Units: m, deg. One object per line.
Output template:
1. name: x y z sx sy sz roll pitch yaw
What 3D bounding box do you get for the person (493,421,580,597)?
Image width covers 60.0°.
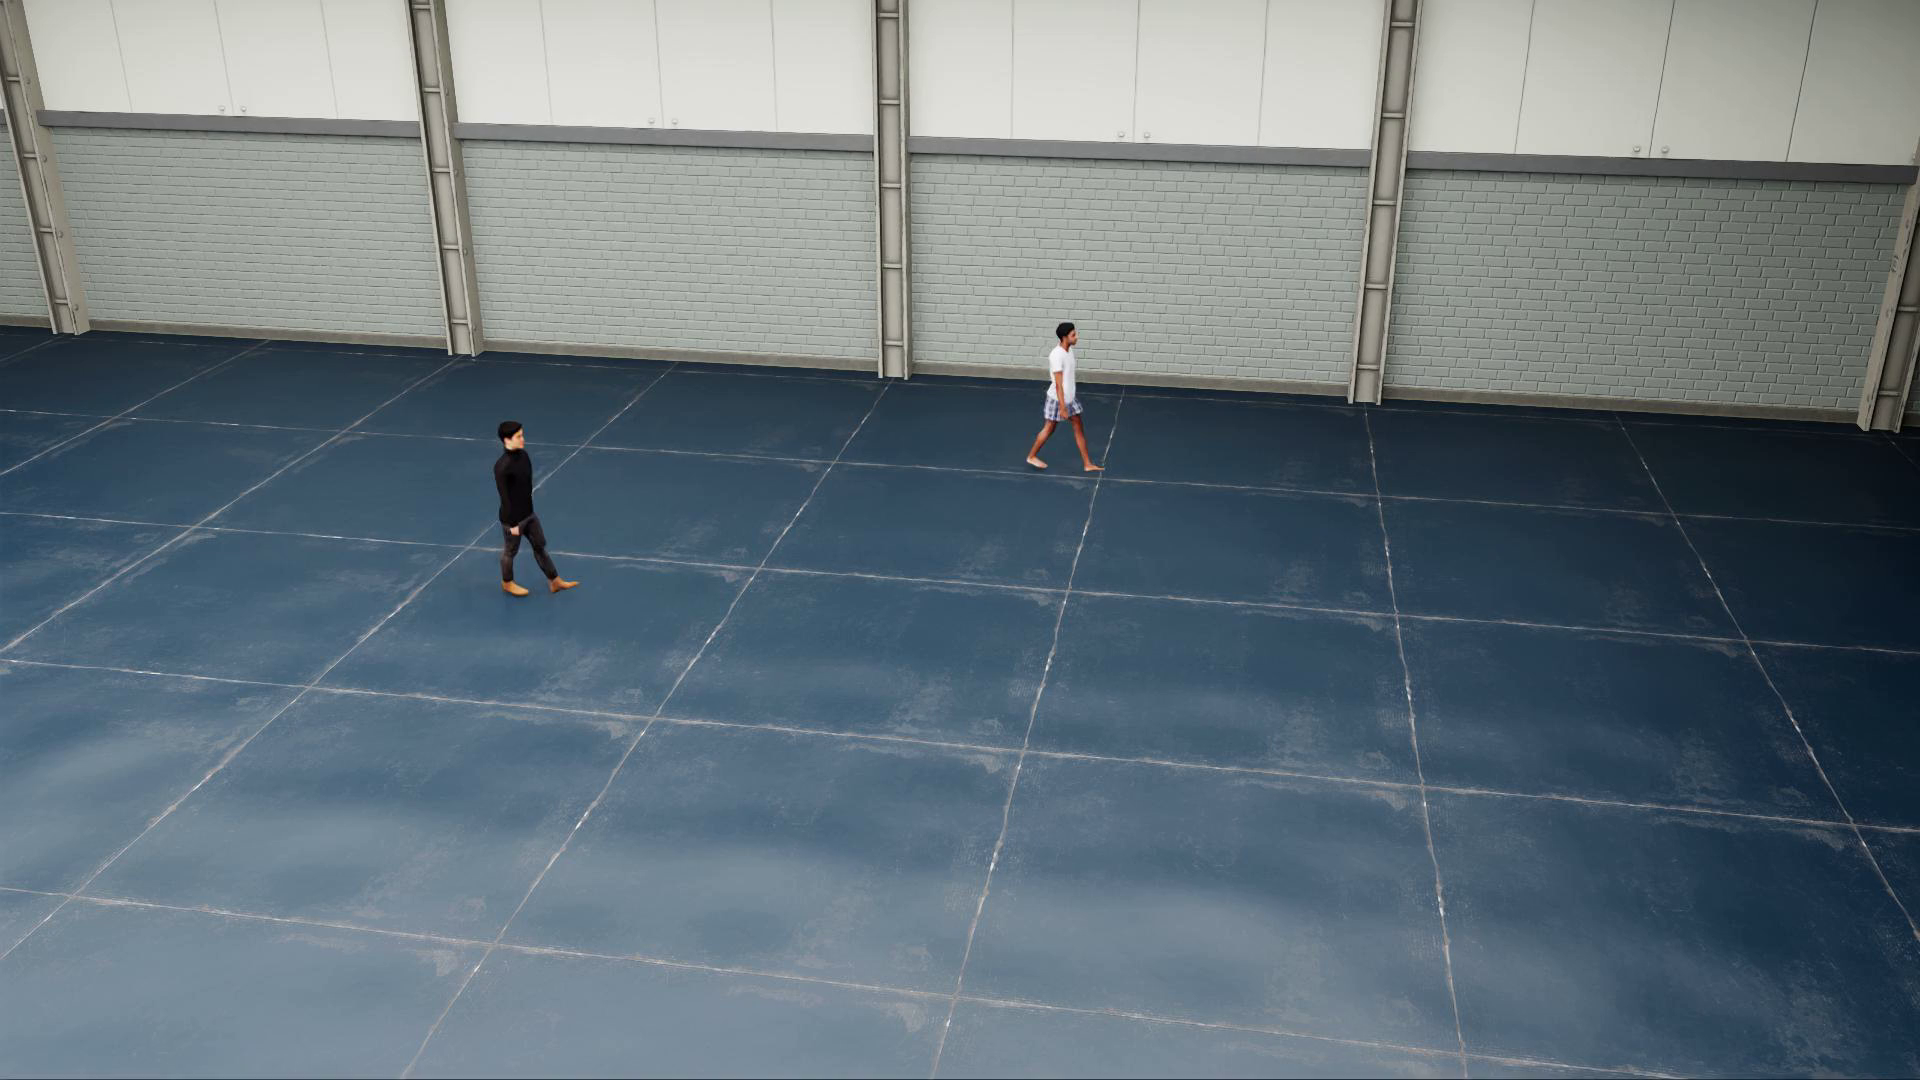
1. person: -4.094 -0.269 15.169 1.019 1.700 0.771 8 24 17

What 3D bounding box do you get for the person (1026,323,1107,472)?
1. person: 1.034 -1.532 18.164 1.212 1.680 0.859 10 25 22
